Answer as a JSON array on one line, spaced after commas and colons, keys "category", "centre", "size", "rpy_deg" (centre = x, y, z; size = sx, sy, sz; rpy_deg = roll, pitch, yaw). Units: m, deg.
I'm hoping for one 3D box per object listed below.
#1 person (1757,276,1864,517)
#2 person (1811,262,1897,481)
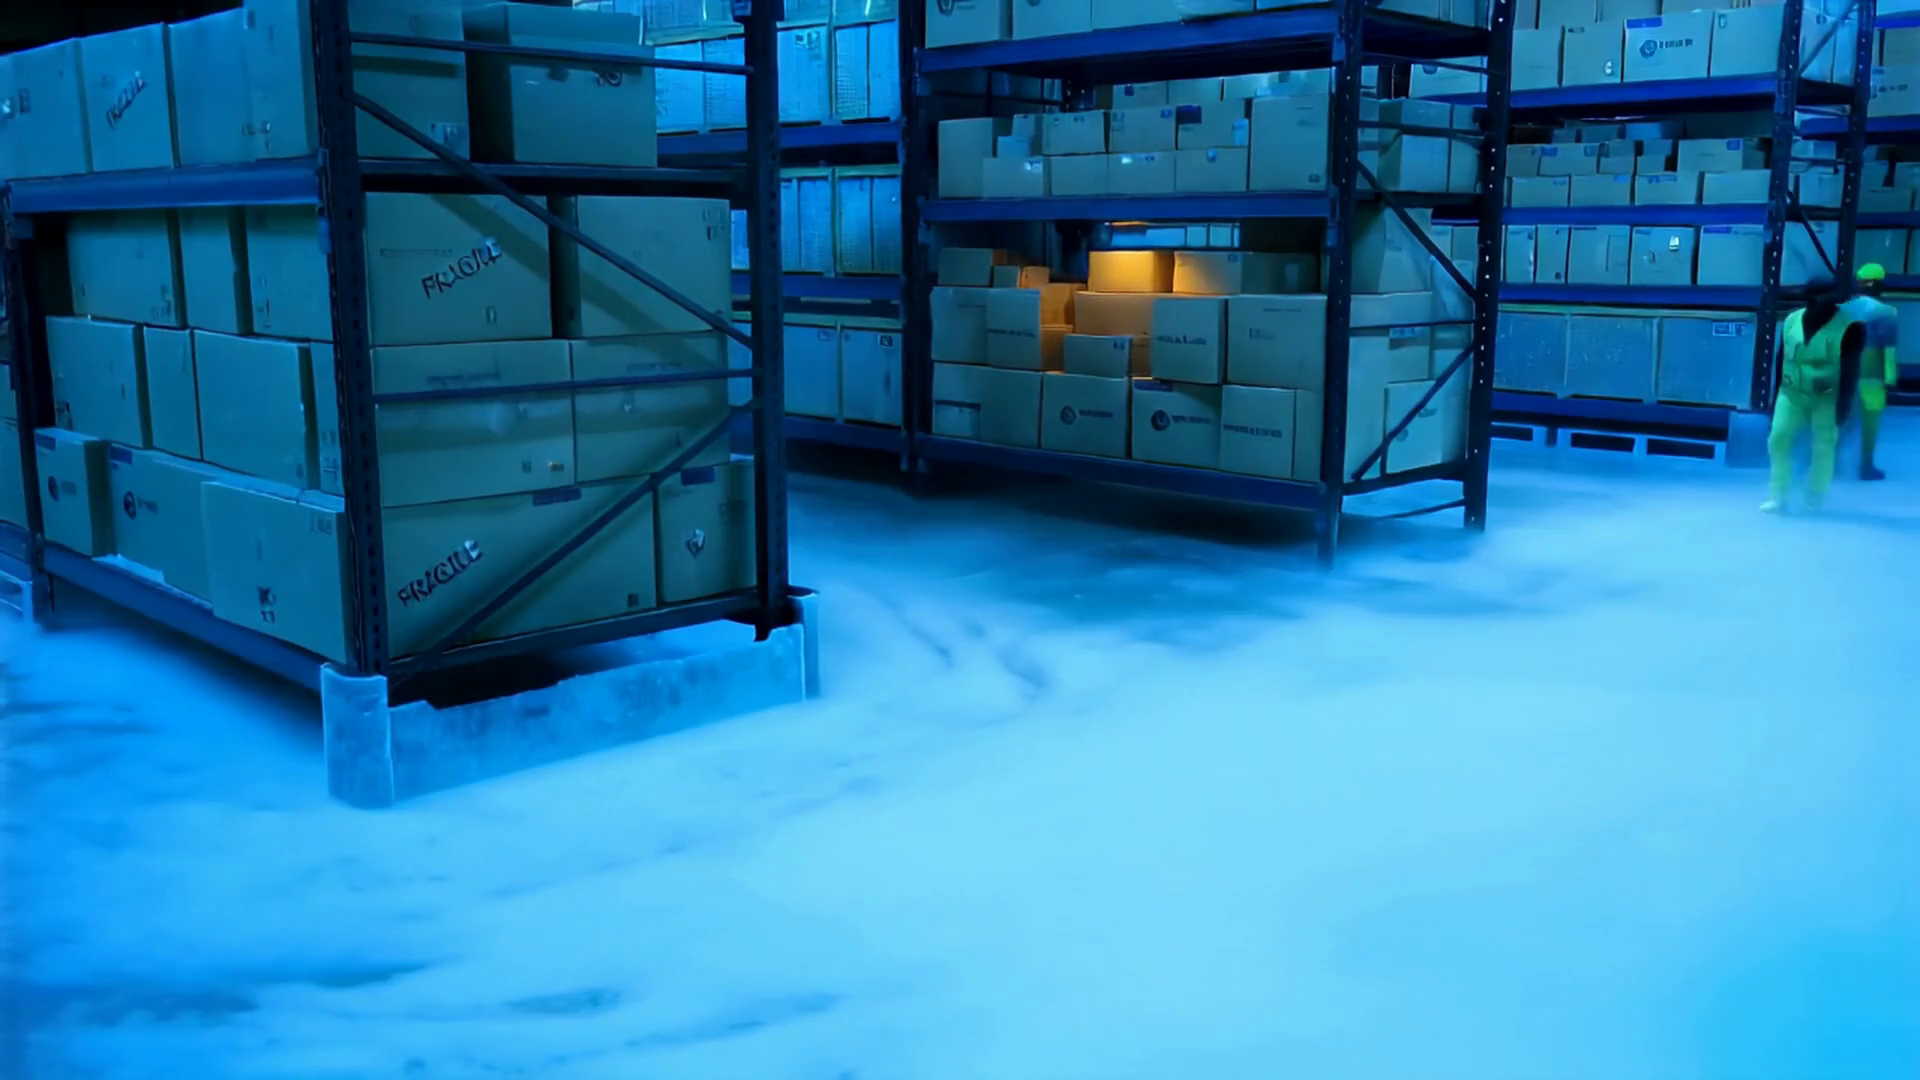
[{"category": "person", "centre": [6.345, -1.057, 12.497], "size": [0.727, 1.818, 0.661], "rpy_deg": [-8, 13, -37]}, {"category": "person", "centre": [7.775, -1.449, 14.424], "size": [0.649, 1.902, 0.594], "rpy_deg": [-5, 12, -26]}]
